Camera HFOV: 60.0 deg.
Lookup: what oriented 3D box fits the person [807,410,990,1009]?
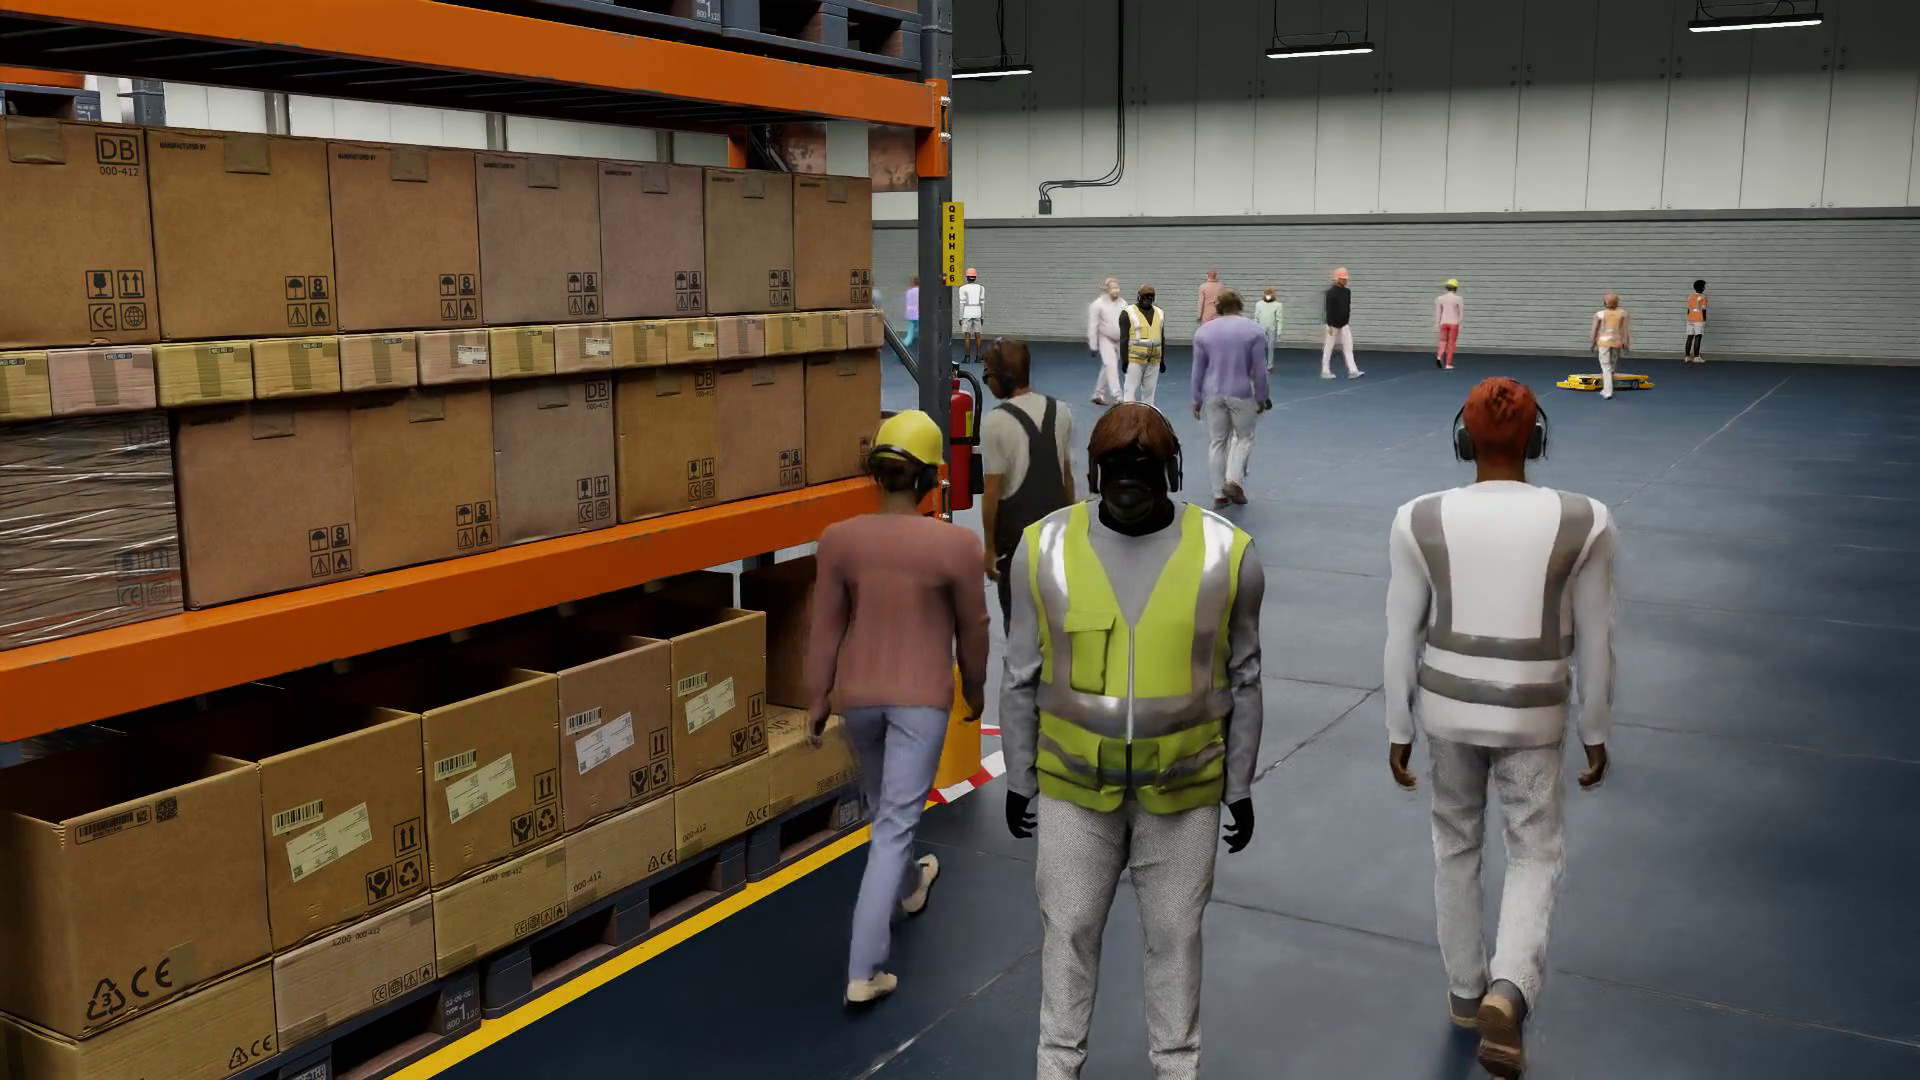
[{"bbox_3d":[-0.167,0.470,5.042,0.515,1.714,0.936,4,10,22],"label":"person"}]

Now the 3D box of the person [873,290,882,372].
[{"bbox_3d":[-1.617,-3.681,28.833,0.643,1.904,0.971,6,11,29],"label":"person"}]

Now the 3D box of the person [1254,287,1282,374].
[{"bbox_3d":[5.623,-3.823,30.486,0.520,1.594,0.785,3,10,19],"label":"person"}]

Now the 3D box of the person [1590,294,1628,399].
[{"bbox_3d":[9.964,-2.965,25.497,0.519,1.596,0.781,0,10,0],"label":"person"}]

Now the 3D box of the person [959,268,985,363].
[{"bbox_3d":[0.230,-4.556,33.812,0.552,1.937,0.356,-4,10,-21],"label":"person"}]

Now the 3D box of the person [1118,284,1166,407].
[{"bbox_3d":[2.226,-2.173,20.165,0.621,1.837,0.429,-4,11,-24],"label":"person"}]

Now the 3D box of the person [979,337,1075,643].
[{"bbox_3d":[0.343,-0.005,7.512,0.554,1.818,0.519,-6,11,-32],"label":"person"}]

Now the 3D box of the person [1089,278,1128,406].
[{"bbox_3d":[2.195,-2.831,23.963,0.650,1.858,0.991,-7,12,-35],"label":"person"}]

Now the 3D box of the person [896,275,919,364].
[{"bbox_3d":[-0.916,-4.429,33.482,0.571,1.817,0.887,8,13,40],"label":"person"}]

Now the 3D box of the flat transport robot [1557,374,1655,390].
[{"bbox_3d":[10.581,-2.601,27.242,1.431,0.197,0.652,-4,10,-20],"label":"flat transport robot"}]

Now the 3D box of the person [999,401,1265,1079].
[{"bbox_3d":[0.406,0.584,4.002,0.634,1.841,0.429,1,10,7],"label":"person"}]

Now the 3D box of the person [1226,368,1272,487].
[{"bbox_3d":[2.695,-1.323,15.879,0.517,1.601,0.744,7,12,37],"label":"person"}]

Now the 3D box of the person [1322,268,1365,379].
[{"bbox_3d":[6.747,-3.801,29.321,0.658,1.949,0.954,-6,11,-31],"label":"person"}]

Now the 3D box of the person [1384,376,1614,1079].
[{"bbox_3d":[1.424,0.497,4.453,0.587,1.866,0.725,4,10,20],"label":"person"}]

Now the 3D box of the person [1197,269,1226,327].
[{"bbox_3d":[5.280,-4.755,35.072,0.652,1.906,0.403,-3,10,-19],"label":"person"}]

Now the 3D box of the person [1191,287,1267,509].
[{"bbox_3d":[2.314,-1.225,14.396,0.656,1.908,0.458,4,11,24],"label":"person"}]

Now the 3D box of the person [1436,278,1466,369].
[{"bbox_3d":[9.438,-4.145,31.952,0.530,1.755,0.363,9,13,44],"label":"person"}]

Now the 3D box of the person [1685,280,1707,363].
[{"bbox_3d":[15.048,-4.461,33.961,0.318,1.699,0.534,-3,10,-16],"label":"person"}]
